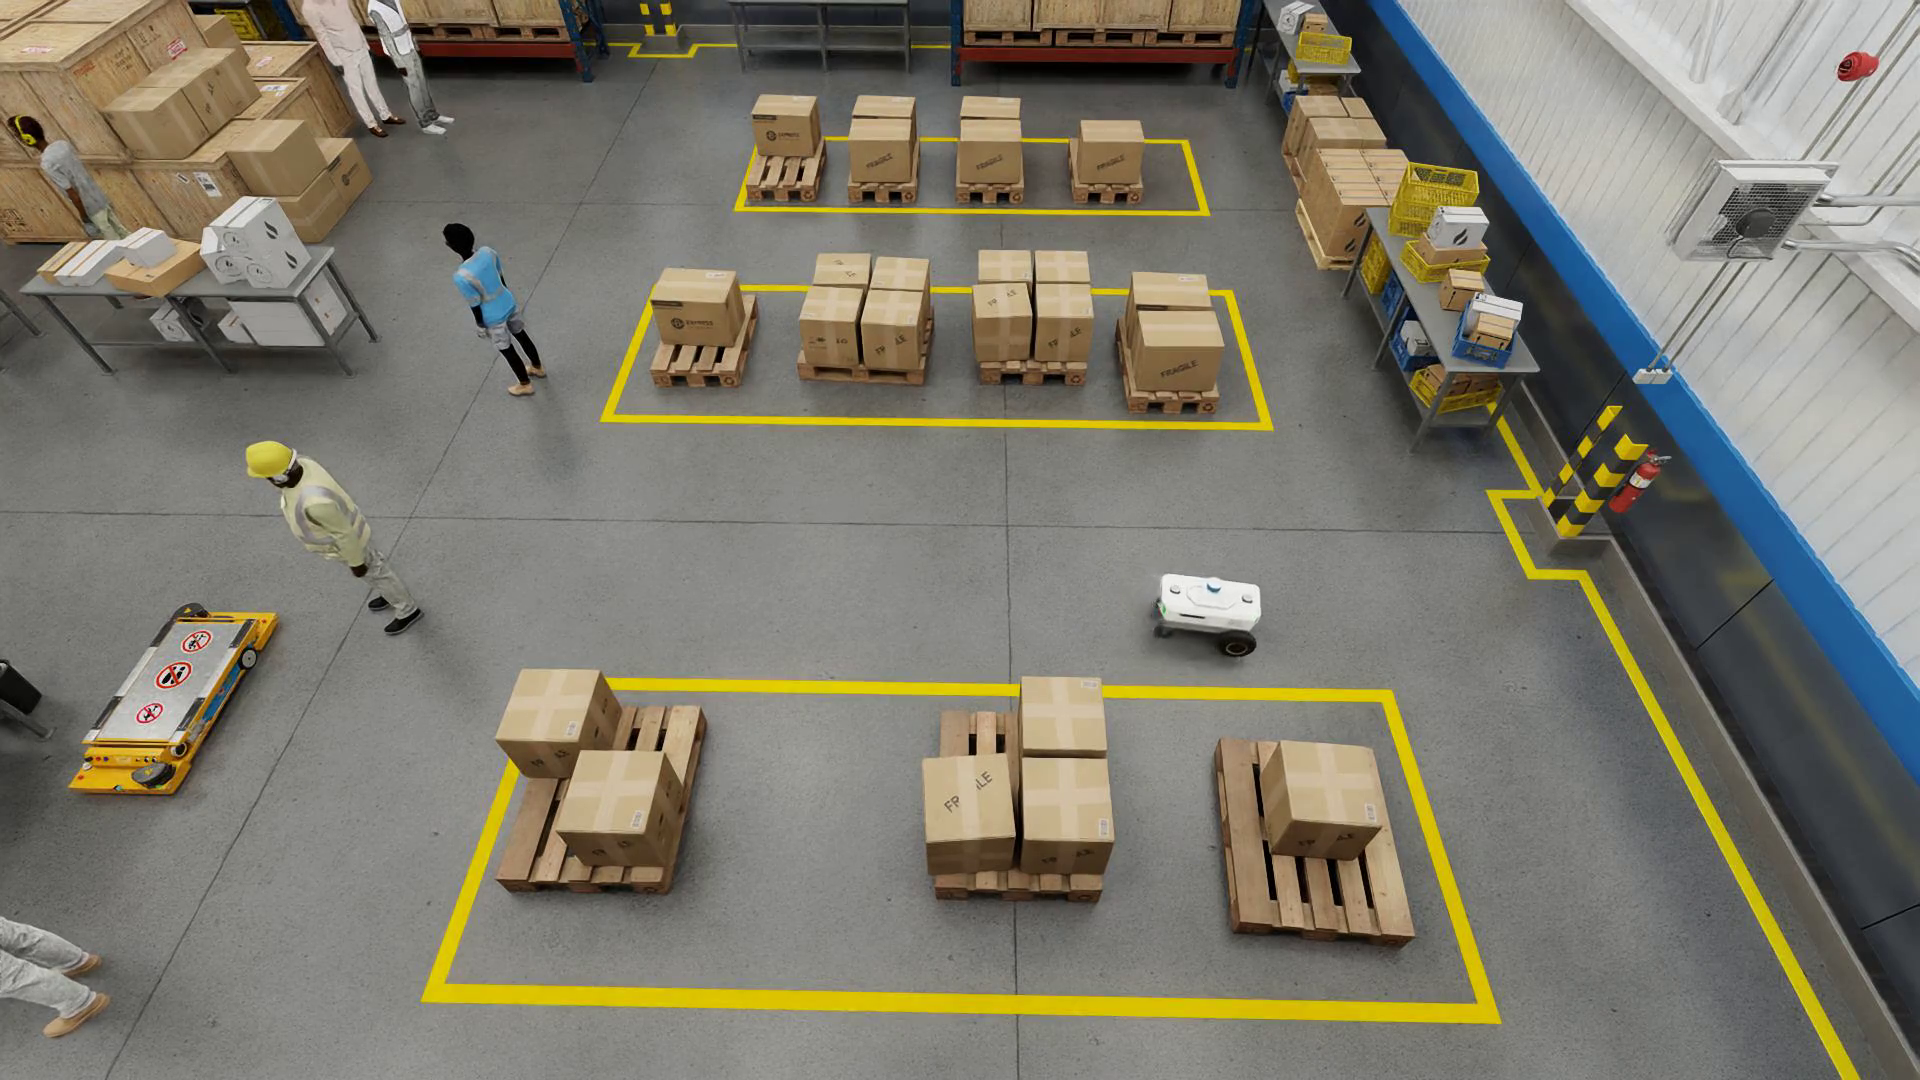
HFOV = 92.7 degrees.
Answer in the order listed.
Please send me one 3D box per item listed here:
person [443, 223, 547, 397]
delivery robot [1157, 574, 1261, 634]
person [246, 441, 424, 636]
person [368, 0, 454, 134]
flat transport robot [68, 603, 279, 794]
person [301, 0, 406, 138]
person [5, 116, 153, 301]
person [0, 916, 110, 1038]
[{"bbox_3d":[-4.126,-2.024,8.133,0.321,1.697,0.530,9,50,8],"label":"person"},{"bbox_3d":[1.818,0.460,6.716,0.707,0.478,0.477,7,50,6],"label":"delivery robot"},{"bbox_3d":[-4.298,-0.013,6.348,0.404,1.826,0.587,-32,57,-24],"label":"person"},{"bbox_3d":[-6.938,-6.076,11.428,0.390,1.911,0.592,-1,50,-1],"label":"person"},{"bbox_3d":[-5.504,1.072,6.442,0.652,0.197,1.431,1,50,1],"label":"flat transport robot"},{"bbox_3d":[-7.586,-6.069,11.421,0.409,1.909,0.641,12,51,10],"label":"person"},{"bbox_3d":[-8.597,-3.256,9.070,0.344,1.866,0.554,-12,51,-10],"label":"person"},{"bbox_3d":[-5.084,2.050,4.595,0.430,1.840,0.623,-28,55,-21],"label":"person"}]
